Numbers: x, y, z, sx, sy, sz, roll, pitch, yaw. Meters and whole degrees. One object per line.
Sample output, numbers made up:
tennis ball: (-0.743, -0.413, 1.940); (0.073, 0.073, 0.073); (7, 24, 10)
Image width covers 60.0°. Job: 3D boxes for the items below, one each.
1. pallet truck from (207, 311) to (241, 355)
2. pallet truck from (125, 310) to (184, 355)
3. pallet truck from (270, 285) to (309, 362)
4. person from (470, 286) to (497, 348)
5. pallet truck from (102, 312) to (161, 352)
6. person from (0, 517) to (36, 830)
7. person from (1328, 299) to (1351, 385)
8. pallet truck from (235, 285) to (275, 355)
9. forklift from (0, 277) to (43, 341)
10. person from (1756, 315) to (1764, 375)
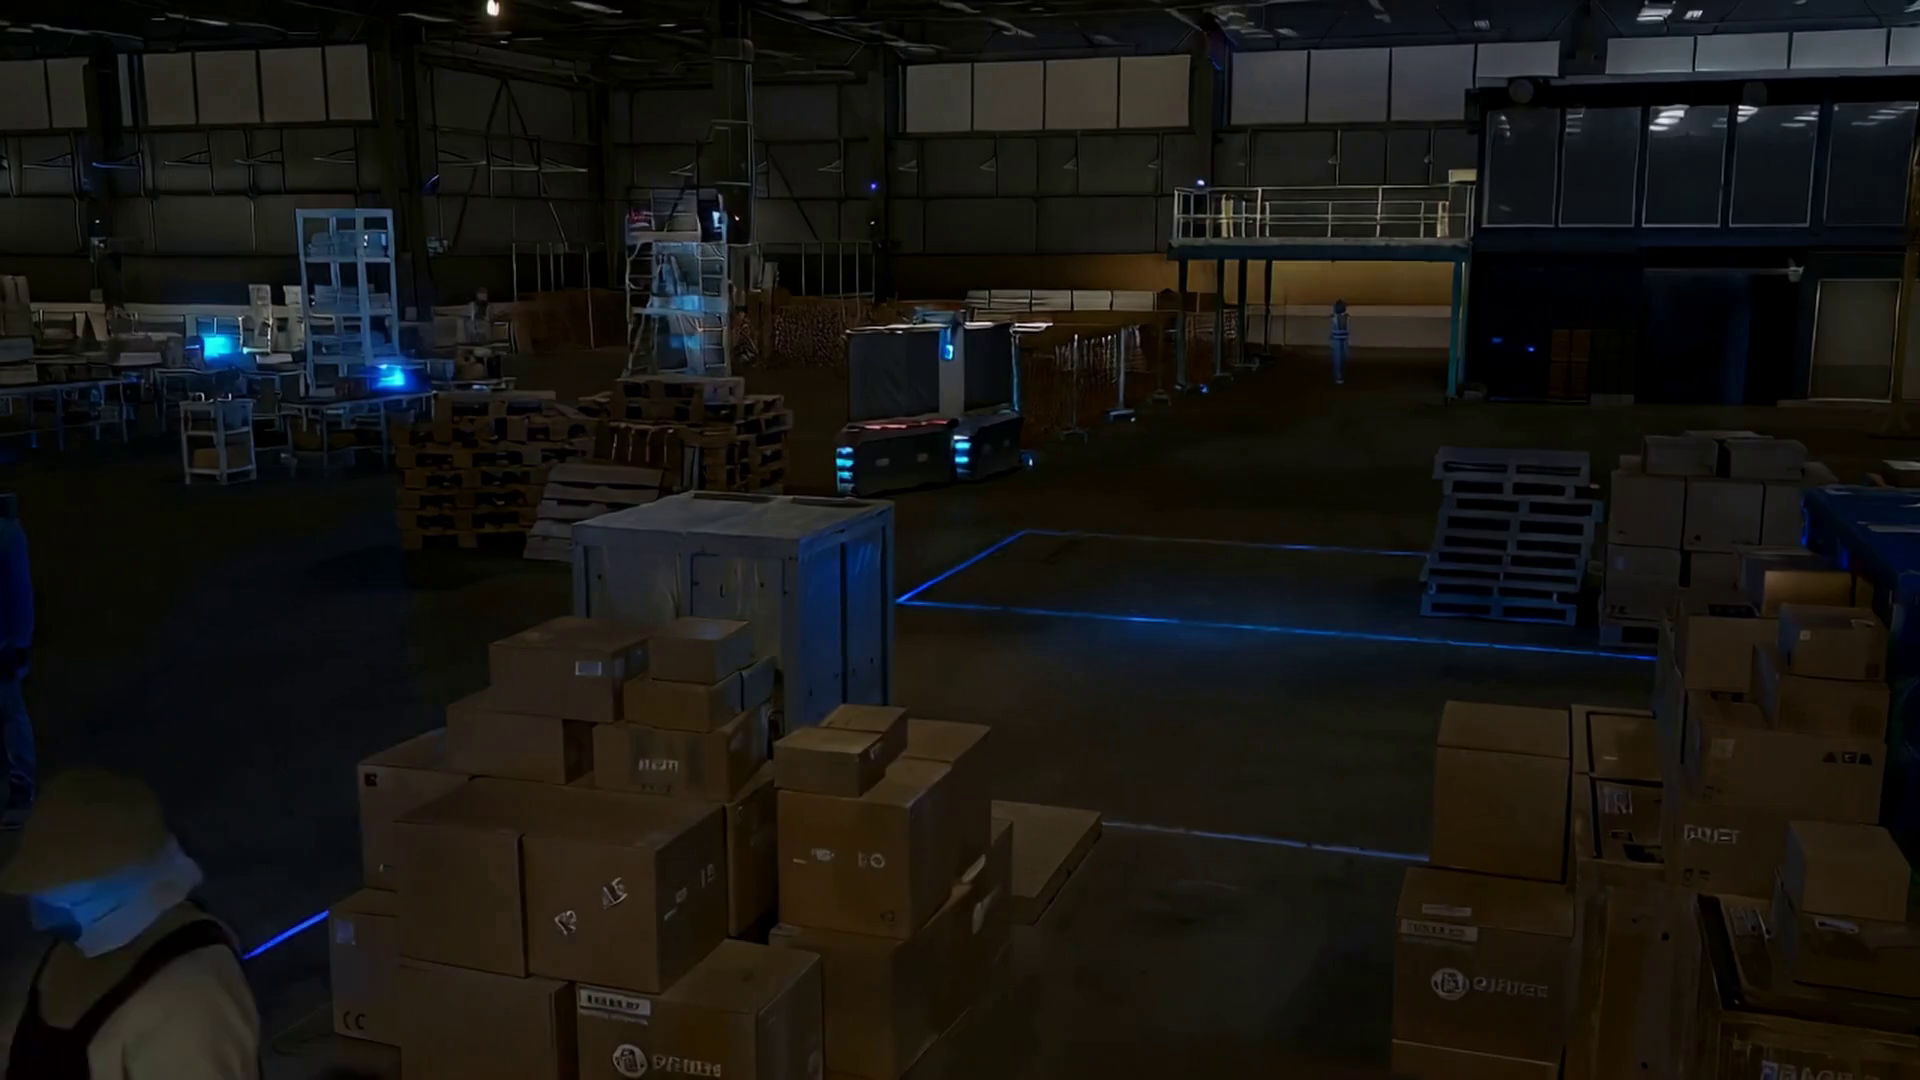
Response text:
pallet truck: (-19.537, -5.575, 44.913); (0.653, 1.274, 1.630); (3, 11, 19)
pallet truck: (-22.038, -5.665, 45.457); (0.704, 1.261, 1.522); (3, 11, 17)
pallet truck: (-17.147, -5.700, 43.663); (0.823, 1.965, 1.885); (3, 11, 17)
person: (-11.642, -5.164, 40.564); (0.625, 2.027, 0.764); (1, 10, 4)
pallet truck: (-23.057, -5.777, 46.261); (0.680, 1.201, 1.601); (3, 11, 19)
person: (-5.114, 0.521, 8.639); (0.613, 1.993, 0.379); (1, 10, 5)
person: (8.261, -4.324, 36.262); (0.586, 1.868, 0.451); (-3, 10, -16)
pallet truck: (-18.327, -5.835, 44.421); (0.823, 1.965, 1.885); (4, 11, 23)
forklift: (-27.151, -6.329, 46.328); (1.157, 1.987, 2.680); (3, 11, 17)
person: (16.990, -4.075, 35.542); (0.528, 1.617, 0.514); (1, 10, 6)
